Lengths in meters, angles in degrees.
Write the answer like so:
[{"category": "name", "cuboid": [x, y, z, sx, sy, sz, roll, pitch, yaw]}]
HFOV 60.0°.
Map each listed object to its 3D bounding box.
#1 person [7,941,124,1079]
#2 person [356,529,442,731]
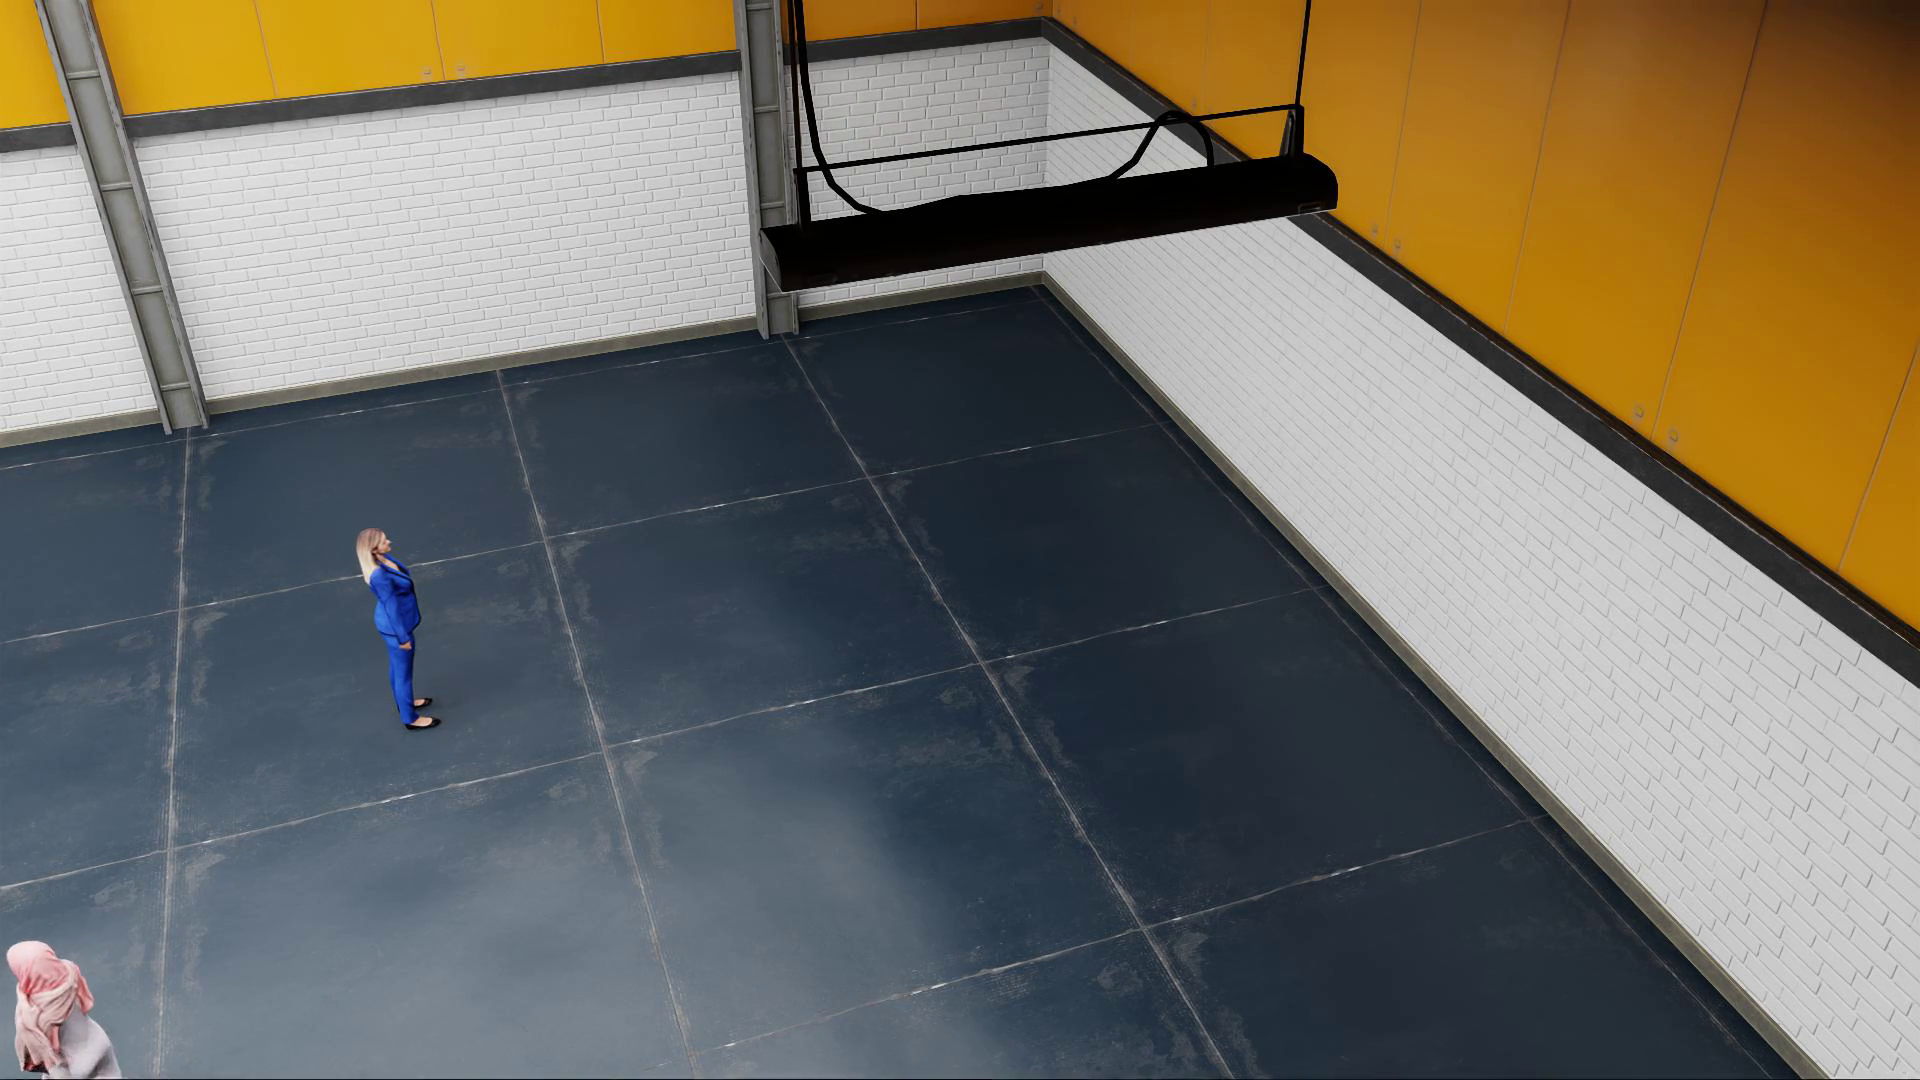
[{"category": "person", "cuboid": [-4.609, 2.807, 8.867, 1.232, 1.753, 1.007, 4, 34, 6]}, {"category": "person", "cuboid": [-4.146, 0.638, 12.178, 0.558, 1.700, 0.629, -14, 36, -20]}]
